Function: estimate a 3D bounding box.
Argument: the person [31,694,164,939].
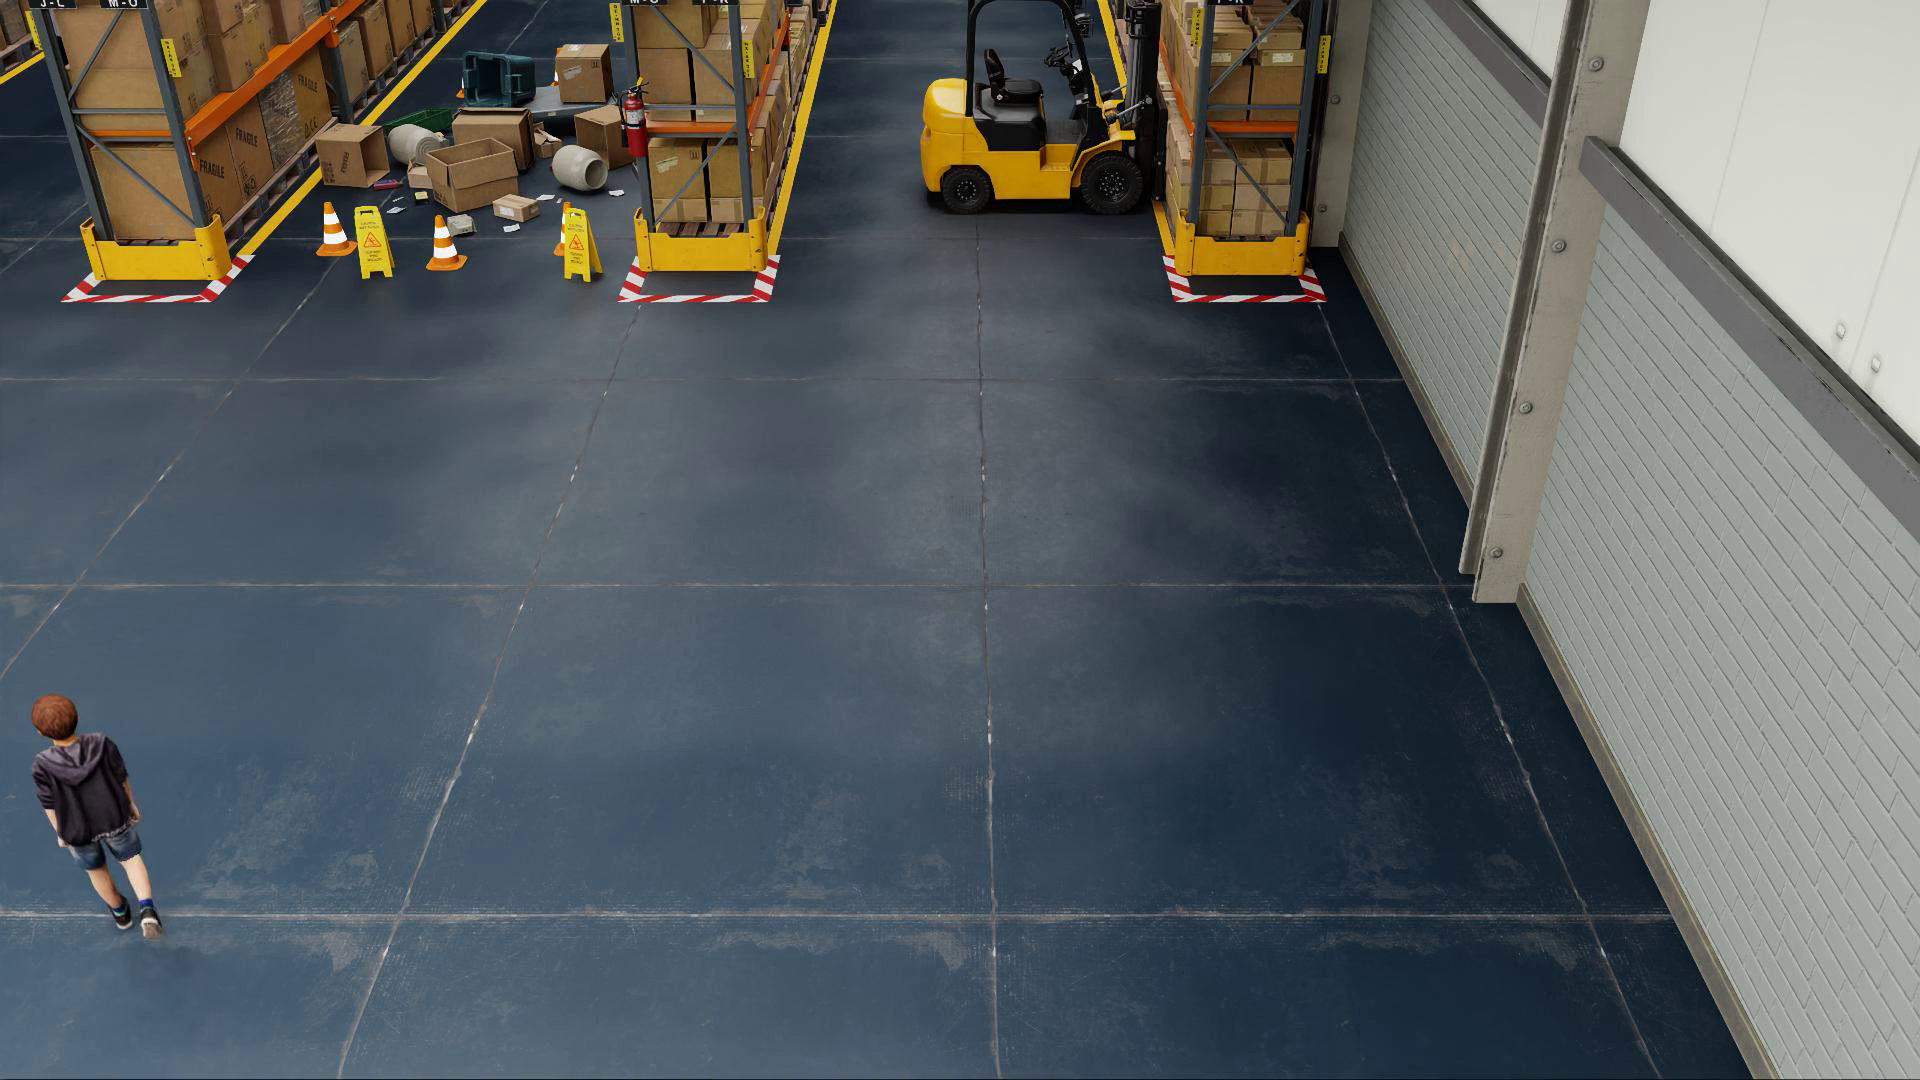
[{"bbox_3d":[-4.108,1.354,7.913,0.792,1.435,0.886,-22,39,-31],"label":"person"}]
